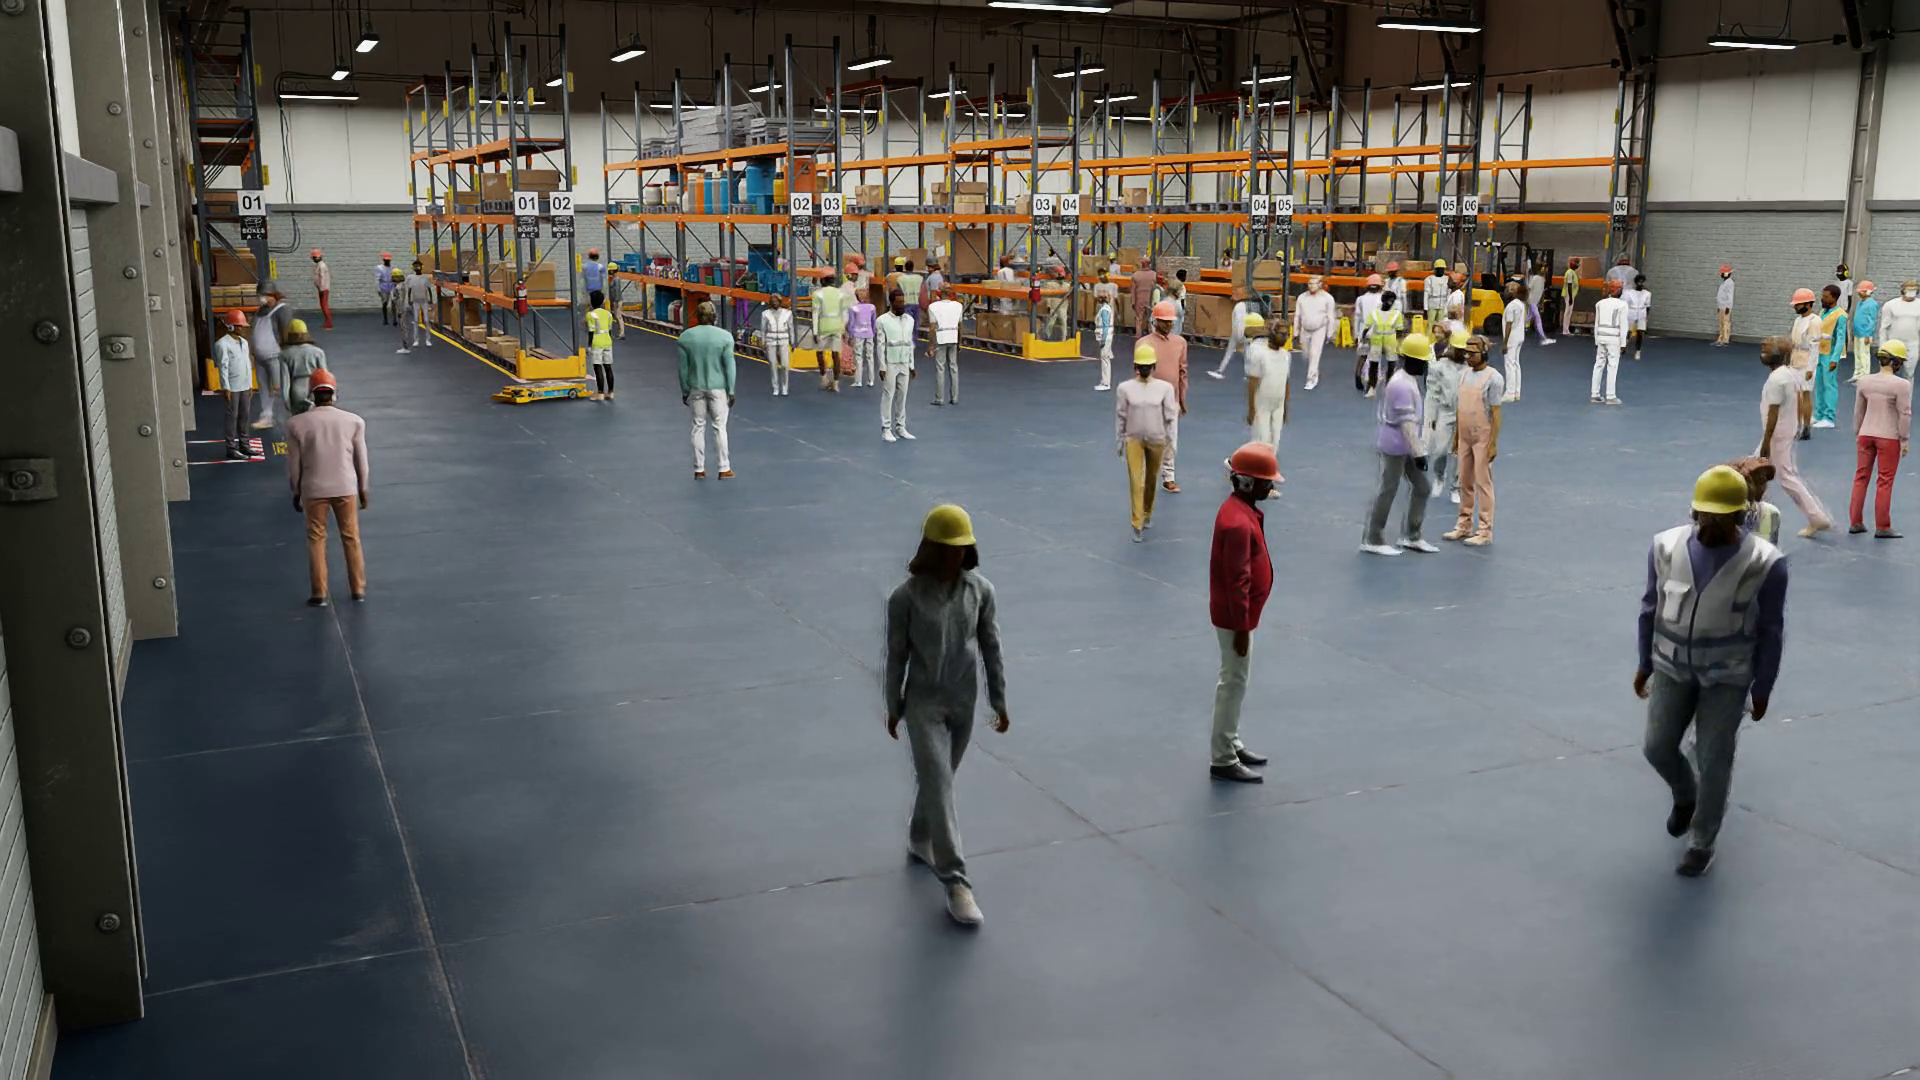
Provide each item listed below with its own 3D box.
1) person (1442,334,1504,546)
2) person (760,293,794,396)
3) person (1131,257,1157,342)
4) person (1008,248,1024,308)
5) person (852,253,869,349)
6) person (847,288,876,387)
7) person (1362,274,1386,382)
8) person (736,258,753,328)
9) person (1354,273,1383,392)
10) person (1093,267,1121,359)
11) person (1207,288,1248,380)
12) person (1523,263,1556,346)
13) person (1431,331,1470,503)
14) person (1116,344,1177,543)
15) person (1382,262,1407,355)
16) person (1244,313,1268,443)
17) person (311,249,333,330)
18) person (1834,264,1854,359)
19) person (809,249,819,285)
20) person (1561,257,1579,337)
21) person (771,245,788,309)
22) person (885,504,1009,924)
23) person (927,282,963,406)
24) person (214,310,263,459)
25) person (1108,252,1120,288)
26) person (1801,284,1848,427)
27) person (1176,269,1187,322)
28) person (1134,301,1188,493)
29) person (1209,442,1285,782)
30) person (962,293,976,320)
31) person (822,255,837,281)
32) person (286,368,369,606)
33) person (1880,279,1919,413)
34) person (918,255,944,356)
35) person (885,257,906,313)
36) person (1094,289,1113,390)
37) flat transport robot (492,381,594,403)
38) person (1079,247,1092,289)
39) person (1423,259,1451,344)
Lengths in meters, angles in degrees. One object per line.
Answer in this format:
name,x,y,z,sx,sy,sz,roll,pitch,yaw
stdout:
person,4.482,-0.867,14.467,0.339,1.838,0.507,-5,12,-24
person,-2.878,-3.060,26.172,0.536,1.611,0.674,-1,11,-4
person,4.045,-5.181,36.190,0.643,1.913,0.408,2,11,12
person,1.543,-7.526,48.220,0.653,1.869,0.968,2,11,8
person,-2.163,-5.052,35.250,0.634,2.025,0.499,-10,15,-42
person,-1.626,-3.347,27.584,0.524,1.631,0.348,-7,13,-31
person,7.100,-3.609,28.374,0.508,1.846,0.345,-4,12,-21
person,-5.501,-6.233,41.952,0.559,1.746,0.332,4,12,21
person,6.578,-3.303,26.660,0.544,1.917,0.583,6,13,29
person,2.889,-4.429,32.595,0.553,1.836,0.873,4,12,21
person,4.748,-3.549,28.722,0.861,1.589,0.504,5,12,24
person,12.534,-5.140,36.290,0.971,1.797,0.581,9,14,39
person,4.925,-1.218,16.517,0.484,1.722,0.372,3,11,13
person,1.665,-0.894,14.893,0.540,1.733,0.889,1,11,3
person,8.819,-4.737,34.019,1.010,1.876,0.570,-7,13,-32
person,3.367,-1.722,19.049,0.323,1.740,0.491,4,12,20
person,-15.823,-6.205,41.226,0.414,1.980,0.612,-6,13,-28
person,17.481,-4.532,33.037,0.327,1.861,0.510,-2,11,-12
person,-4.556,-8.165,51.786,0.349,1.743,0.563,1,11,5
person,14.225,-5.658,38.779,0.389,1.846,0.567,4,12,21
person,-4.833,-6.744,43.799,0.615,2.041,0.392,-2,11,-8
person,-0.068,0.672,7.010,0.505,1.693,0.921,-6,13,-28
person,-0.219,-2.932,24.928,0.574,1.843,0.375,-6,13,-29
person,-8.489,-1.826,19.571,0.350,1.743,0.564,2,11,10
person,4.289,-7.299,47.342,0.553,1.750,0.372,4,12,21
person,11.702,-2.477,22.426,0.390,1.922,0.588,0,11,0
person,4.668,-4.923,35.455,0.325,1.685,0.539,-3,11,-13
person,2.067,-1.455,17.082,0.608,1.987,0.404,-5,12,-24
person,1.446,0.363,8.460,0.355,1.738,0.574,2,11,10
person,0.260,-6.759,44.940,0.520,1.633,0.316,-8,14,-35
person,-4.053,-8.105,51.780,0.492,1.625,0.282,4,12,18
person,-4.666,-0.394,12.305,0.559,1.742,0.355,-6,13,-28
person,13.637,-2.798,24.041,0.632,1.932,0.364,4,12,22
person,-0.573,-4.743,33.636,0.535,2.000,0.684,0,11,2
person,-1.312,-5.114,35.808,0.588,1.928,0.383,4,12,21
person,2.344,-3.256,27.102,0.306,1.639,0.523,1,11,4
flat transport robot,-6.449,-2.300,25.733,0.652,0.197,1.431,9,15,40
person,3.725,-7.779,49.483,0.359,1.880,0.575,-9,14,-37
person,9.809,-4.795,34.179,0.590,1.930,0.358,-2,11,-9
